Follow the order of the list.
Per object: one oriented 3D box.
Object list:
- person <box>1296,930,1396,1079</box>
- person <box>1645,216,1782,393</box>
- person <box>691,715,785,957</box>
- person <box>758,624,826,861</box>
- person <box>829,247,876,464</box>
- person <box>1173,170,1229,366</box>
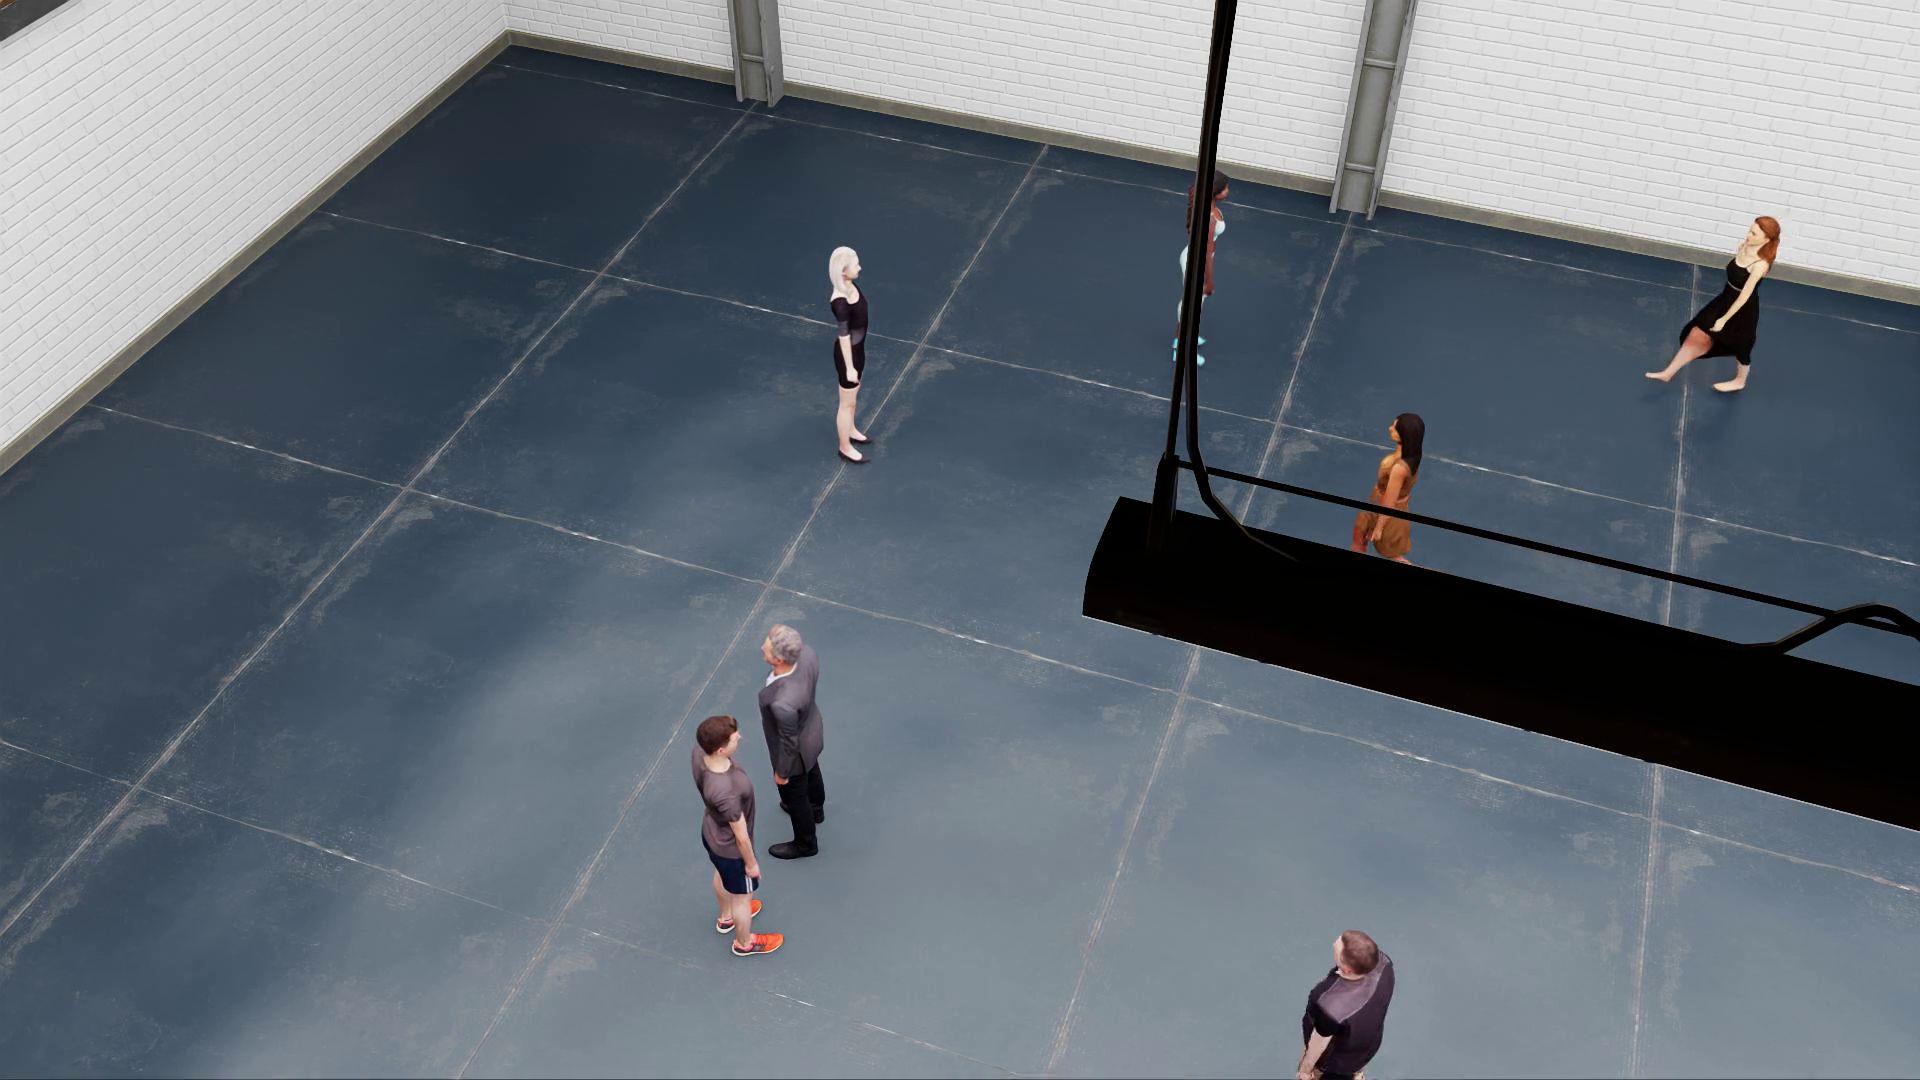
[{"bbox_3d":[1.941,2.514,8.138,0.922,1.829,0.873,34,53,31],"label":"person"},{"bbox_3d":[6.060,-1.768,12.808,1.111,1.586,0.876,-5,44,-5],"label":"person"},{"bbox_3d":[-1.262,1.615,9.061,0.784,1.857,0.707,-21,47,-20],"label":"person"},{"bbox_3d":[-0.961,1.141,9.569,0.673,1.842,0.766,6,44,6],"label":"person"},{"bbox_3d":[-0.819,-1.354,12.196,0.581,1.832,0.623,2,44,2],"label":"person"},{"bbox_3d":[1.869,-2.156,13.115,0.655,1.724,0.644,-4,44,-4],"label":"person"}]
